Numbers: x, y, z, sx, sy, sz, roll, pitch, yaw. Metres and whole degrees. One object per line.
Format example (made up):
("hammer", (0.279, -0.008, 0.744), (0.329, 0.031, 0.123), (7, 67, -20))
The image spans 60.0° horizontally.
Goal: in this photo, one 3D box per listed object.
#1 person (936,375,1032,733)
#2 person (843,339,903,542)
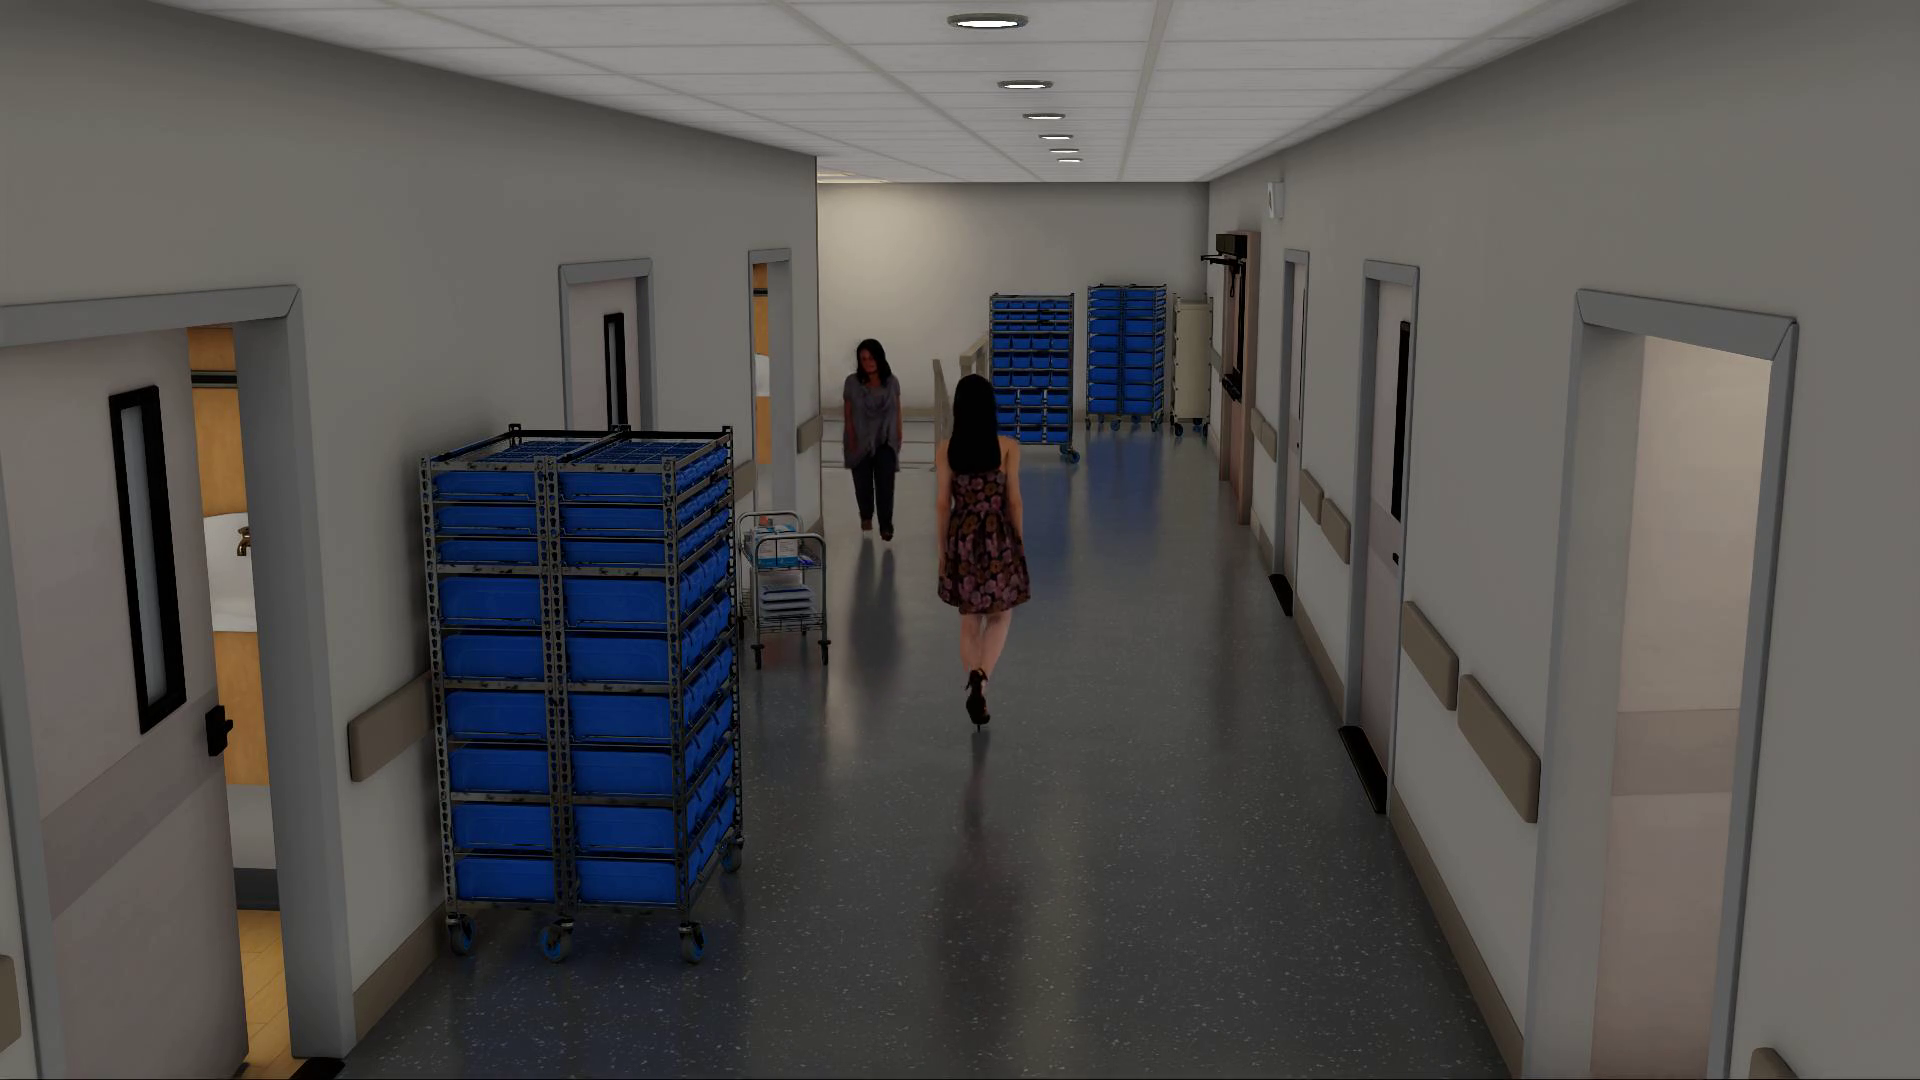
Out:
("person", (0.095, 0.110, 7.944), (0.612, 1.759, 0.894), (1, 11, 6))
("person", (-0.709, -0.786, 13.194), (0.764, 1.563, 1.144), (-1, 11, -8))
